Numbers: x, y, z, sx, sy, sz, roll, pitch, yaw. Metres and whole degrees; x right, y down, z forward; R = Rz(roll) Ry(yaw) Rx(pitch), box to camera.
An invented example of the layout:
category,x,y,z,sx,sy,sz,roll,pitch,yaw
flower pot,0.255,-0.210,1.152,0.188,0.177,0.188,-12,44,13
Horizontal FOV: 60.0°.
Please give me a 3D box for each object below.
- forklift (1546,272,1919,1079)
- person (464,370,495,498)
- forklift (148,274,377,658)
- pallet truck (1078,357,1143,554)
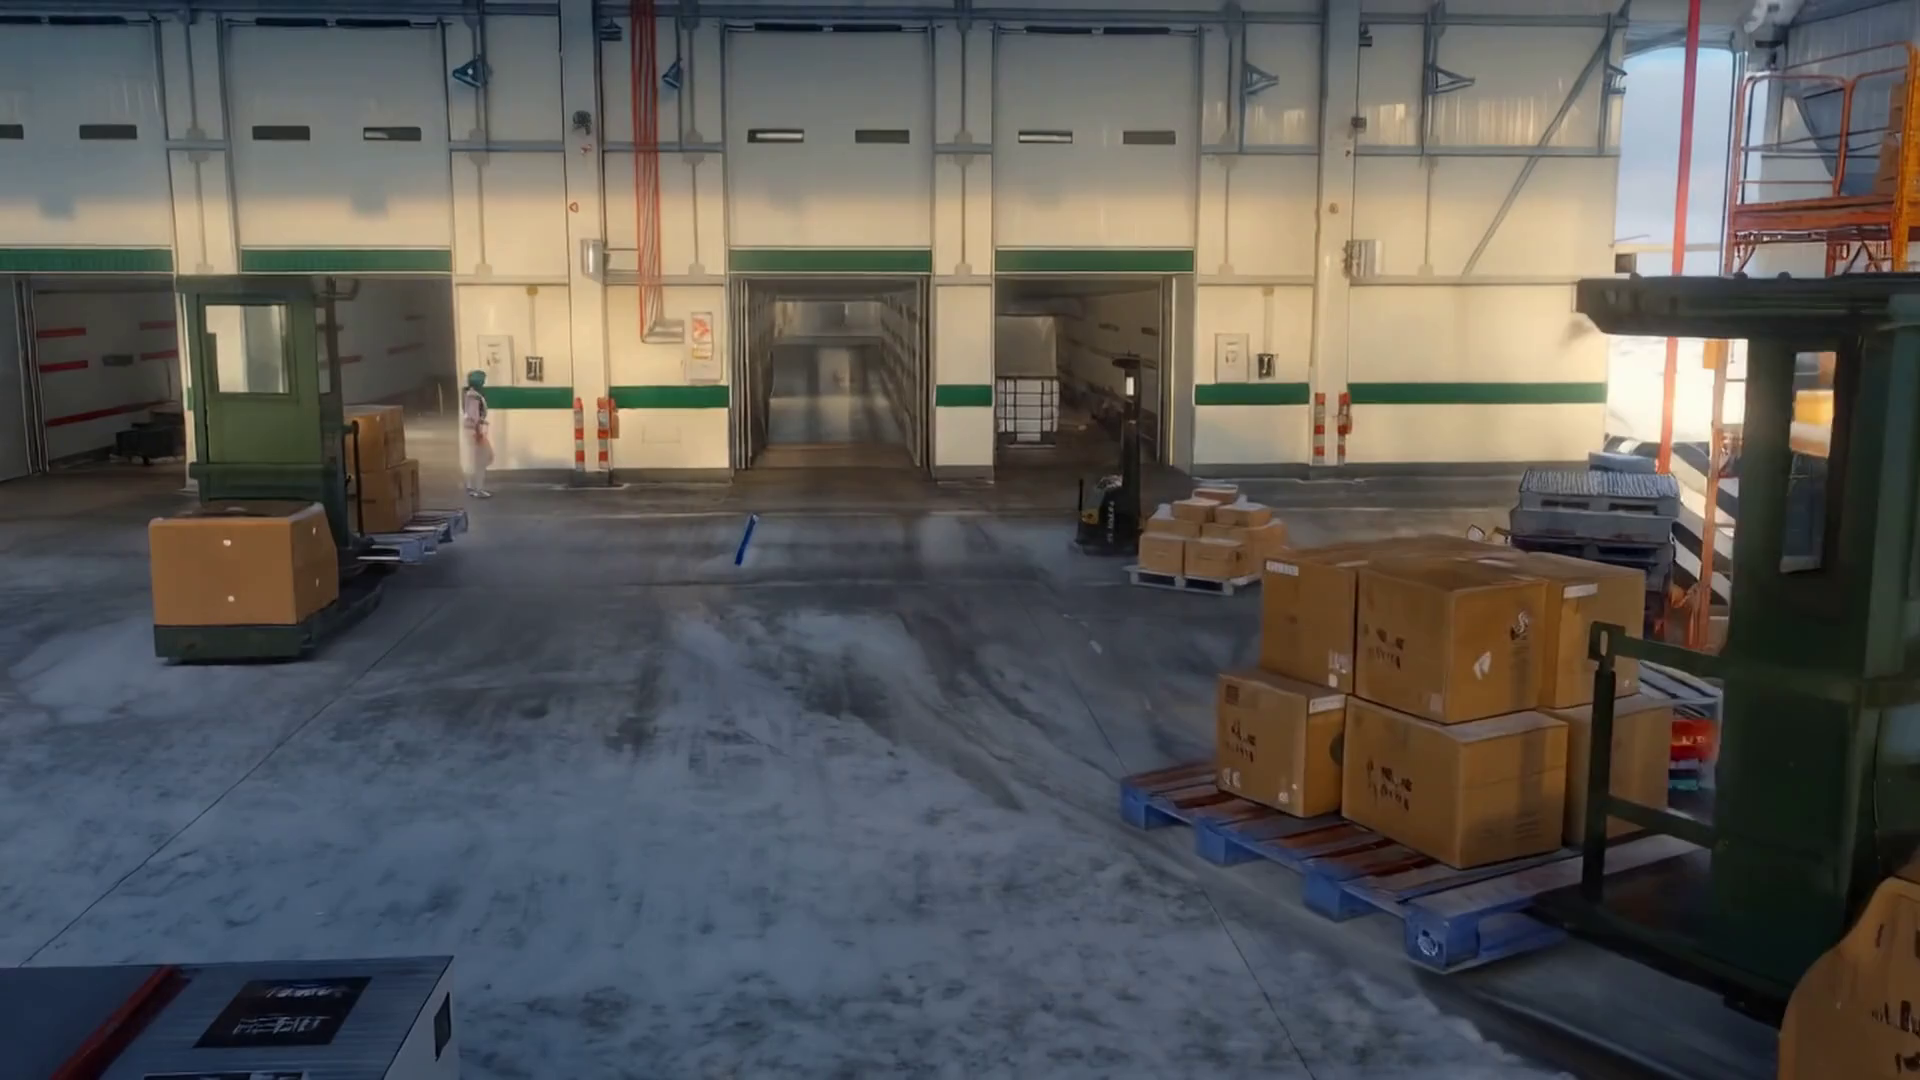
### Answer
category,x,y,z,sx,sy,sz,roll,pitch,yaw
forklift,3.013,0.581,5.098,1.129,2.768,1.873,-5,11,-30
person,-6.091,-1.342,21.076,0.375,1.625,0.546,-2,9,-13
forklift,-5.348,-0.627,12.681,1.129,2.768,1.873,-1,9,-4
pallet truck,2.088,-0.836,16.757,1.885,1.965,0.823,2,9,13
